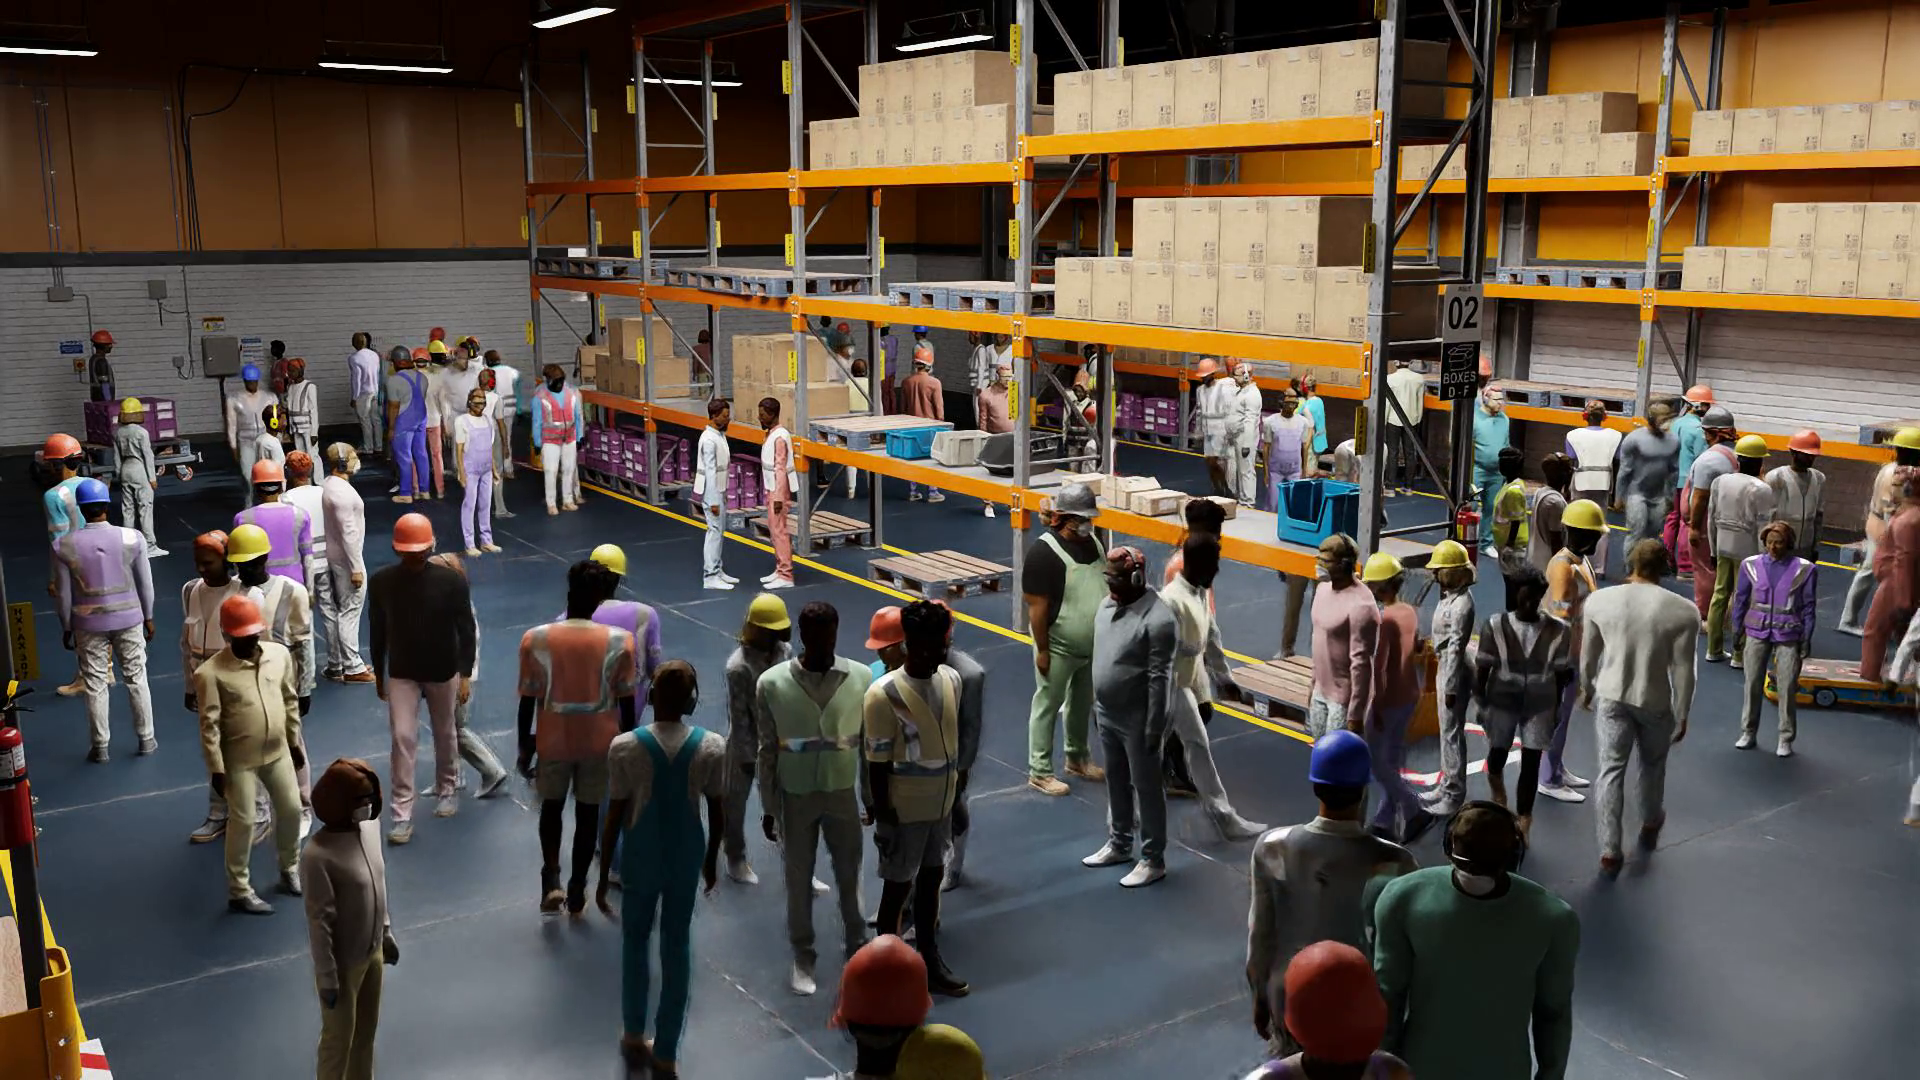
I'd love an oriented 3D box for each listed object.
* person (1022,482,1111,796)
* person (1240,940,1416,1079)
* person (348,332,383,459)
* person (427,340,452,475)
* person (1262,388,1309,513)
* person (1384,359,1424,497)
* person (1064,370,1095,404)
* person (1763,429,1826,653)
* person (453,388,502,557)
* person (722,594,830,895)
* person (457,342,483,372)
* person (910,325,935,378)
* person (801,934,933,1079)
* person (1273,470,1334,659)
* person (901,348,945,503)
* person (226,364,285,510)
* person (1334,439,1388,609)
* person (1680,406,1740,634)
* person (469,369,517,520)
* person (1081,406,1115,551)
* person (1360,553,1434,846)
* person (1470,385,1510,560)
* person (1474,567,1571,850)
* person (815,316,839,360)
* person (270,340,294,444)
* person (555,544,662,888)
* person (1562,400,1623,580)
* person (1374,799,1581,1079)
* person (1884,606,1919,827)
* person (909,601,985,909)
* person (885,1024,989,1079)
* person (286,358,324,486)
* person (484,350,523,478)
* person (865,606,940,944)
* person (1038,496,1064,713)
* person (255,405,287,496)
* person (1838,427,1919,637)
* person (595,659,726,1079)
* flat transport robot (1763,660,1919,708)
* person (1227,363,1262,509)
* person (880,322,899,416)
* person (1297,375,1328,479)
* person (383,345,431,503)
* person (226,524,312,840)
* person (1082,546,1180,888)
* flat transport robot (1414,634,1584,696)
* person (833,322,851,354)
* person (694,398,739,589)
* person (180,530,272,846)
[{"bbox_3d":[0.741,0.615,10.706,0.535,2.000,0.688,11,15,43],"label":"person"},{"bbox_3d":[0.913,1.933,4.181,0.604,1.962,1.093,-4,12,-20],"label":"person"},{"bbox_3d":[-9.084,-2.202,25.394,0.379,1.937,0.629,4,12,18],"label":"person"},{"bbox_3d":[-7.472,-1.893,23.833,0.366,1.927,0.585,-8,14,-35],"label":"person"},{"bbox_3d":[3.557,-0.749,18.226,0.502,1.837,0.349,-1,11,-5],"label":"person"},{"bbox_3d":[5.820,-1.564,21.977,0.614,1.994,0.381,-3,12,-17],"label":"person"},{"bbox_3d":[1.644,-1.471,22.425,0.500,1.633,0.279,1,11,4],"label":"person"},{"bbox_3d":[7.041,0.018,14.061,0.545,1.930,0.383,-1,11,-7],"label":"person"},{"bbox_3d":[-5.263,-0.741,18.166,0.344,1.839,0.504,7,13,33],"label":"person"},{"bbox_3d":[-1.048,1.112,9.029,0.486,1.690,0.817,-11,15,-43],"label":"person"},{"bbox_3d":[-7.237,-1.984,24.464,0.517,1.865,0.328,-8,14,-36],"label":"person"},{"bbox_3d":[-0.637,-2.656,27.683,0.396,1.946,0.617,5,12,24],"label":"person"},{"bbox_3d":[-0.190,1.933,4.273,0.568,1.913,0.591,2,11,9],"label":"person"},{"bbox_3d":[2.905,0.221,13.808,0.600,1.626,0.365,2,11,8],"label":"person"},{"bbox_3d":[-0.473,-1.480,21.544,0.612,1.995,0.382,6,12,27],"label":"person"},{"bbox_3d":[-8.522,-1.173,20.151,0.612,1.933,0.446,-7,13,-32],"label":"person"},{"bbox_3d":[3.769,-0.300,15.595,0.603,1.959,0.380,-6,13,-29],"label":"person"},{"bbox_3d":[6.696,-0.195,14.848,0.683,2.000,0.535,-7,13,-31],"label":"person"},{"bbox_3d":[-5.751,-1.168,20.322,0.567,1.848,0.389,6,13,29],"label":"person"},{"bbox_3d":[1.394,-0.513,17.220,0.345,1.746,0.573,5,12,25],"label":"person"},{"bbox_3d":[2.554,0.948,9.790,0.529,1.739,0.536,10,15,42],"label":"person"},{"bbox_3d":[5.668,-0.723,17.933,0.648,1.900,0.400,-4,12,-21],"label":"person"},{"bbox_3d":[3.335,0.947,9.935,0.543,1.674,0.663,3,11,13],"label":"person"},{"bbox_3d":[-2.543,-3.411,31.810,0.506,1.847,0.343,-6,12,-27],"label":"person"},{"bbox_3d":[-11.051,-2.419,27.139,0.321,1.689,0.530,-10,15,-41],"label":"person"},{"bbox_3d":[-2.010,0.962,9.364,0.662,1.862,0.919,-5,12,-26],"label":"person"},{"bbox_3d":[6.414,-0.499,16.908,0.572,1.843,0.373,1,11,3],"label":"person"},{"bbox_3d":[1.608,1.728,5.290,0.627,1.933,0.376,3,11,14],"label":"person"},{"bbox_3d":[5.880,0.900,9.789,0.654,1.825,0.907,2,11,9],"label":"person"},{"bbox_3d":[-0.151,1.139,8.873,0.562,1.699,0.815,4,12,19],"label":"person"},{"bbox_3d":[-0.042,2.037,4.188,0.304,1.743,0.494,-2,11,-11],"label":"person"},{"bbox_3d":[-8.500,-1.420,21.557,0.574,1.876,0.355,8,14,35],"label":"person"},{"bbox_3d":[-6.613,-1.799,23.667,0.878,1.801,0.638,11,15,43],"label":"person"},{"bbox_3d":[-0.311,1.187,8.555,0.578,1.737,0.354,10,15,41],"label":"person"},{"bbox_3d":[0.741,0.475,12.498,0.324,1.627,0.529,1,11,3],"label":"person"},{"bbox_3d":[-6.764,-0.415,16.469,0.344,1.856,0.525,-9,14,-38],"label":"person"},{"bbox_3d":[8.167,-0.031,14.381,0.946,1.882,0.613,10,15,41],"label":"person"},{"bbox_3d":[-1.318,1.406,7.259,0.593,1.805,0.618,-4,12,-18],"label":"person"},{"bbox_3d":[6.928,1.104,12.743,1.431,0.197,0.652,3,12,17],"label":"flat transport robot"},{"bbox_3d":[3.488,-1.226,20.495,0.399,1.900,0.643,0,11,0],"label":"person"},{"bbox_3d":[-1.308,-2.954,29.253,0.359,1.930,0.588,6,13,29],"label":"person"},{"bbox_3d":[4.137,-1.036,19.673,0.388,1.838,0.563,5,12,22],"label":"person"},{"bbox_3d":[-7.213,-1.508,21.572,0.536,2.000,0.688,5,12,25],"label":"person"},{"bbox_3d":[-4.127,0.845,9.846,0.589,1.918,0.391,1,11,3],"label":"person"},{"bbox_3d":[0.923,0.968,9.270,0.403,1.900,0.636,-7,13,-32],"label":"person"},{"bbox_3d":[4.257,0.998,13.285,0.652,0.197,1.431,-4,12,-19],"label":"flat transport robot"},{"bbox_3d":[-2.150,-3.119,30.557,0.341,1.747,0.572,-2,11,-10],"label":"person"},{"bbox_3d":[-2.439,-0.459,16.552,0.405,1.909,0.597,0,11,-1],"label":"person"},{"bbox_3d":[-4.329,0.870,9.800,0.572,1.885,0.356,3,11,15],"label":"person"}]
